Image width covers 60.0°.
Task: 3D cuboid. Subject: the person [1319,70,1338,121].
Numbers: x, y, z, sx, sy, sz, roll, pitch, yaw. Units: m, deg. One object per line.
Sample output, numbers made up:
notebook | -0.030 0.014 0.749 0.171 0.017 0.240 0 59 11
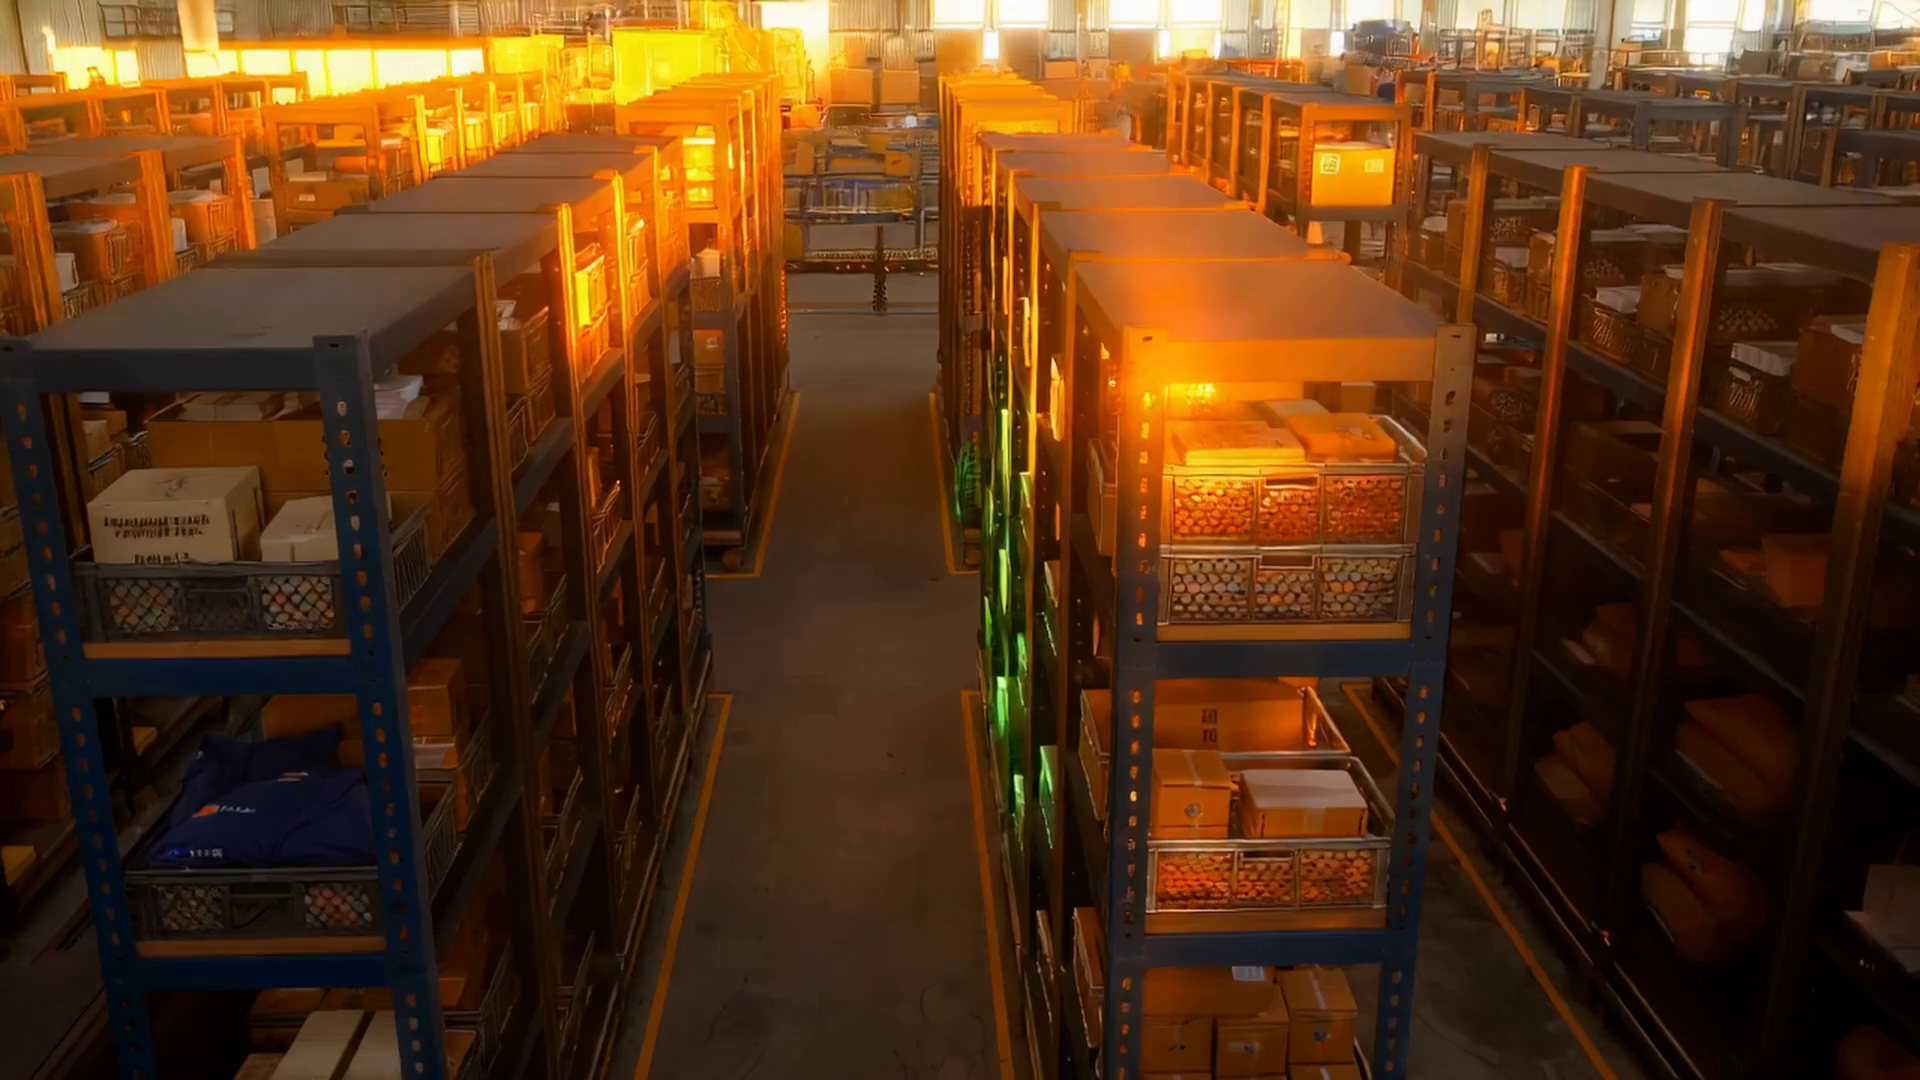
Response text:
person | 13.923 -16.843 62.992 1.043 1.880 0.650 -1 18 -2

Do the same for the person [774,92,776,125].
person | -6.024 -14.249 54.802 0.806 1.964 0.622 4 18 13

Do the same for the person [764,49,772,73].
person | -10.875 -26.727 93.673 0.782 1.819 0.637 2 18 6

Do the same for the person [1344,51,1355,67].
person | 20.367 -24.585 86.957 0.592 1.880 0.776 11 21 30

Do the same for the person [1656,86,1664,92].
person | 21.534 -13.071 51.359 0.643 1.863 1.014 -2 18 -5

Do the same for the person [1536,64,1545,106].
person | 24.100 -18.859 69.268 0.526 1.859 0.316 -10 20 -28

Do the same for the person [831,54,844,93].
person | -6.103 -23.171 82.601 0.587 1.873 1.019 -4 18 -14

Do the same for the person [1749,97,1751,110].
person | 21.241 -11.134 45.097 0.606 2.022 0.865 2 18 7

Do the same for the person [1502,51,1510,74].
person | 28.327 -24.464 86.493 0.361 1.932 0.630 -4 18 -13

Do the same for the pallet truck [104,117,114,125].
pallet truck | -18.367 -7.885 35.078 1.885 1.965 0.823 1 18 2

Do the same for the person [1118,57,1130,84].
person | 7.412 -20.889 75.396 0.602 1.949 0.387 12 21 33

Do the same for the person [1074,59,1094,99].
person | 5.736 -21.328 76.945 0.977 1.830 0.600 5 18 14

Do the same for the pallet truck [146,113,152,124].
pallet truck | -18.087 -8.309 36.390 1.885 1.965 0.823 -1 18 -4

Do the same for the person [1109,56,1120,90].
person | 7.303 -21.911 78.684 0.574 1.877 0.354 -5 19 -15

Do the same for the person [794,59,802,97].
person | -7.489 -21.315 76.732 0.359 1.939 0.542 7 19 20

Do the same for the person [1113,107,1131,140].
person | 4.417 -11.009 45.395 0.524 1.580 0.868 -3 18 -10

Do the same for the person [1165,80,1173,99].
person | 7.884 -16.726 62.620 0.998 1.889 0.581 6 19 18

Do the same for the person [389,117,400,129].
person | -18.047 -13.535 52.969 0.492 1.742 0.323 7 19 20

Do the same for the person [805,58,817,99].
person | -6.895 -21.344 76.983 0.509 1.836 0.345 -4 18 -13

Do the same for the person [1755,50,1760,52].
person | 42.205 -25.054 88.383 0.601 1.889 0.908 -16 24 -40

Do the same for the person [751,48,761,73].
person | -11.257 -26.158 91.773 0.584 1.911 0.392 -8 19 -22

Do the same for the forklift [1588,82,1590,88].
forklift | 30.365 -22.372 78.493 1.129 2.768 1.873 8 20 24

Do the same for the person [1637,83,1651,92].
person | 24.997 -16.055 60.936 0.520 1.636 0.312 1 18 3

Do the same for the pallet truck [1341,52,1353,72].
pallet truck | 18.794 -23.123 82.231 0.823 1.965 1.885 -13 22 -35

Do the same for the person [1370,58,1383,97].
person | 17.906 -19.667 71.469 0.537 2.000 0.679 -2 18 -5
